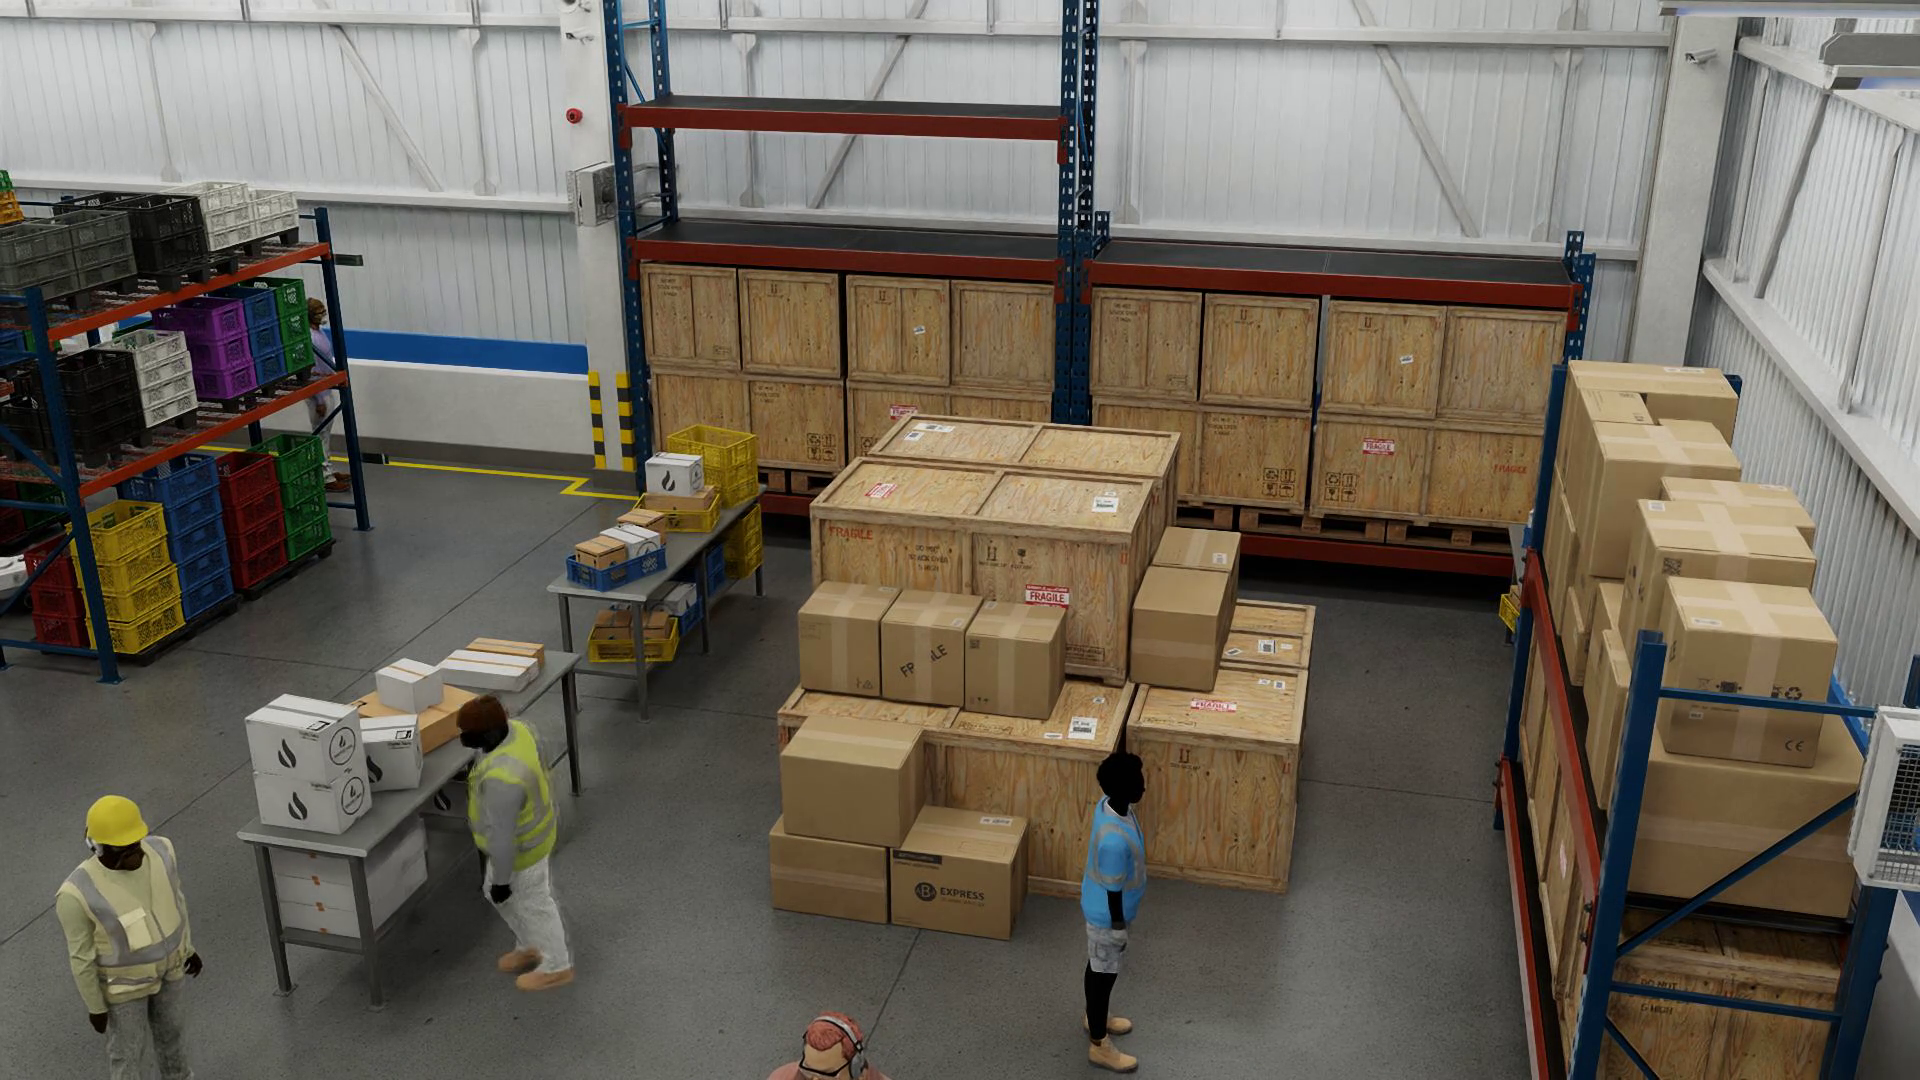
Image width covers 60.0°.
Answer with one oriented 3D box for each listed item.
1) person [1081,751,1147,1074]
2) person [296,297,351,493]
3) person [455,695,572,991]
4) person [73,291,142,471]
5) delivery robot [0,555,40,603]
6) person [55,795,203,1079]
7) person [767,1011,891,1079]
[{"bbox_3d":[0.760,1.818,8.266,0.322,1.697,0.533,1,21,4],"label":"person"},{"bbox_3d":[-6.329,-1.445,16.470,0.376,1.940,0.627,-5,21,-12],"label":"person"},{"bbox_3d":[-2.318,1.607,8.682,0.483,1.806,0.645,-6,22,-15],"label":"person"},{"bbox_3d":[-8.754,-1.645,17.084,0.375,1.883,0.579,6,22,16],"label":"person"},{"bbox_3d":[-7.958,0.320,13.650,0.707,0.478,0.477,-17,27,-38],"label":"delivery robot"},{"bbox_3d":[-3.756,1.982,7.650,0.403,1.832,0.594,10,23,24],"label":"person"},{"bbox_3d":[-0.446,2.546,6.071,0.652,1.906,0.409,6,22,16],"label":"person"}]
